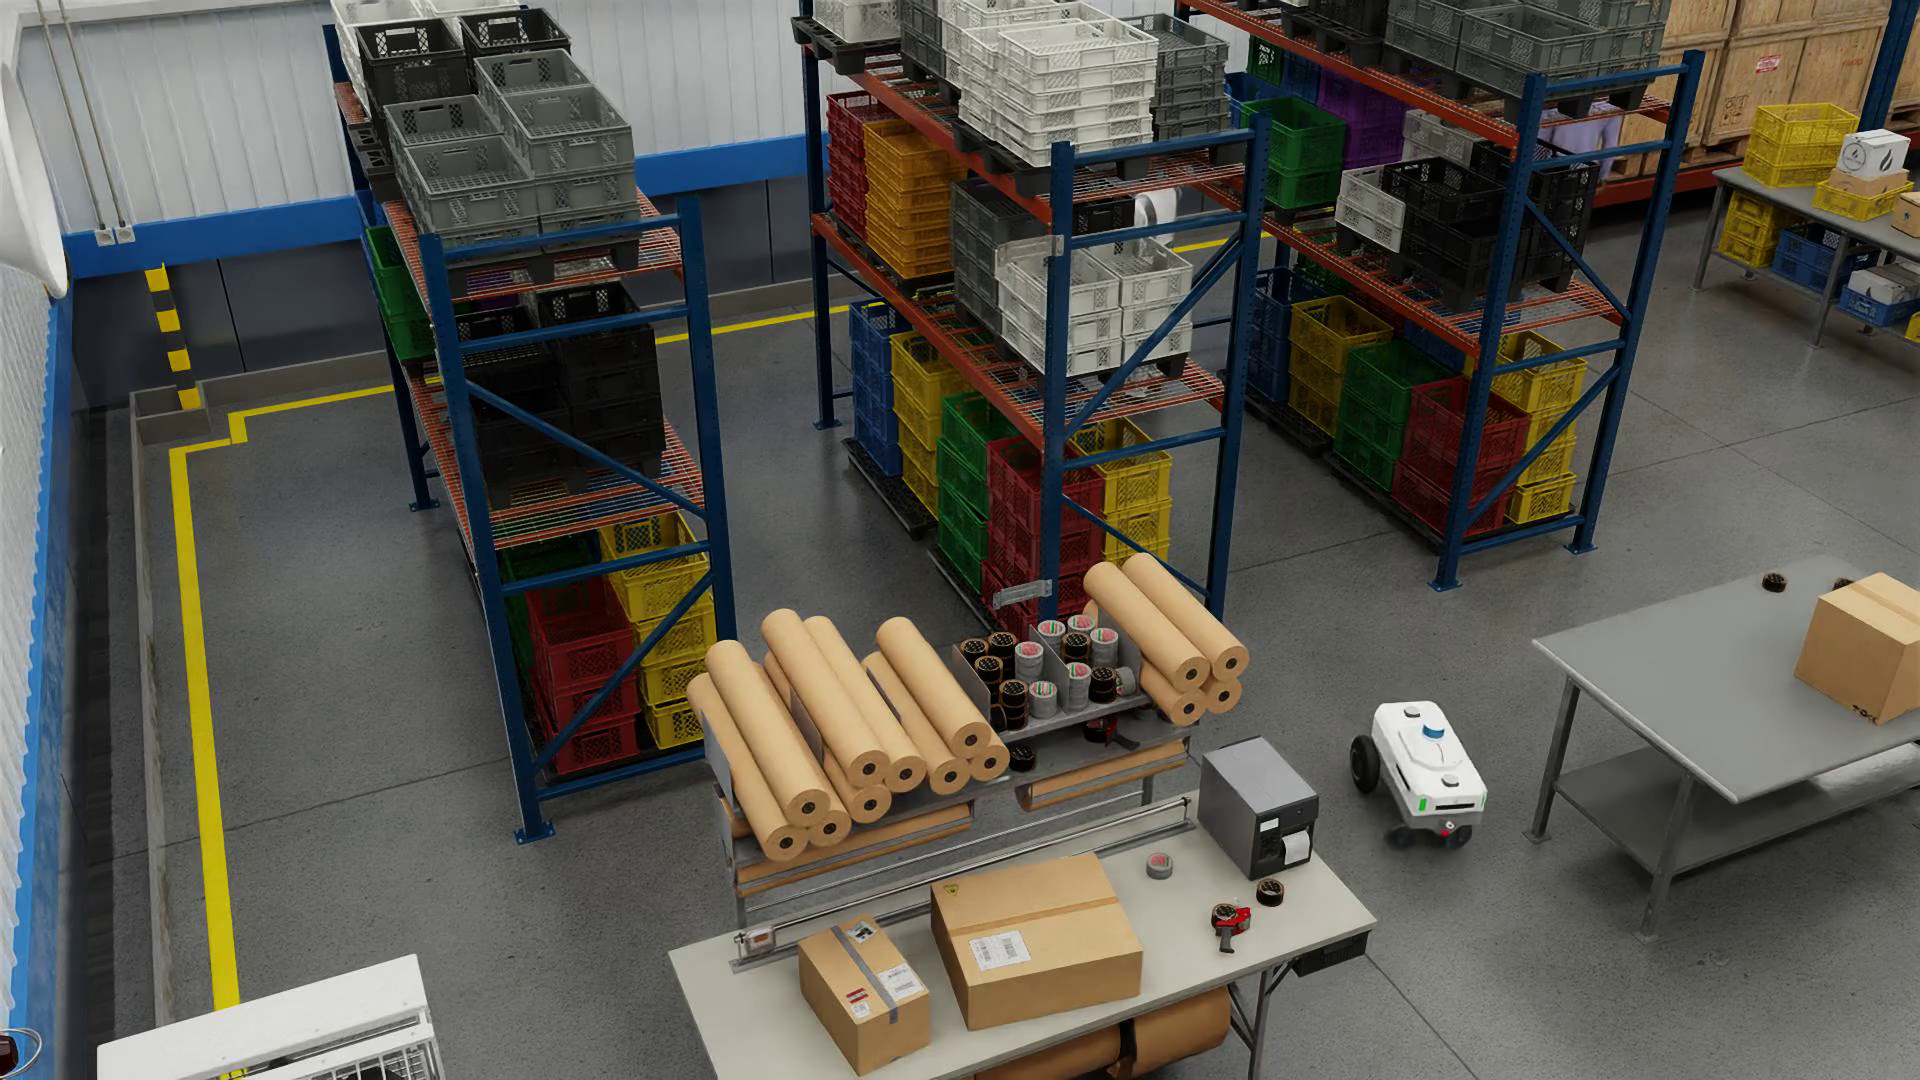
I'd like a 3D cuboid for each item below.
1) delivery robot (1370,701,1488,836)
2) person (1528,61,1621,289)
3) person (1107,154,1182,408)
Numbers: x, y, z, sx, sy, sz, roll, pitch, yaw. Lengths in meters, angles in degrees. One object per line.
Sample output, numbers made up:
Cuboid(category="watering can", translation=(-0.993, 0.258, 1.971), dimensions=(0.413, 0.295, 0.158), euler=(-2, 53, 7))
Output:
Cuboid(category="delivery robot", translation=(2.212, 1.058, 7.871), dimensions=(0.477, 0.478, 0.707), euler=(-3, 32, -5))
Cuboid(category="person", translation=(4.801, -2.891, 13.075), dimensions=(0.700, 1.931, 0.541), euler=(7, 32, 10))
Cuboid(category="person", translation=(1.254, -1.793, 11.331), dimensions=(0.356, 1.883, 0.573), euler=(20, 37, 29))
